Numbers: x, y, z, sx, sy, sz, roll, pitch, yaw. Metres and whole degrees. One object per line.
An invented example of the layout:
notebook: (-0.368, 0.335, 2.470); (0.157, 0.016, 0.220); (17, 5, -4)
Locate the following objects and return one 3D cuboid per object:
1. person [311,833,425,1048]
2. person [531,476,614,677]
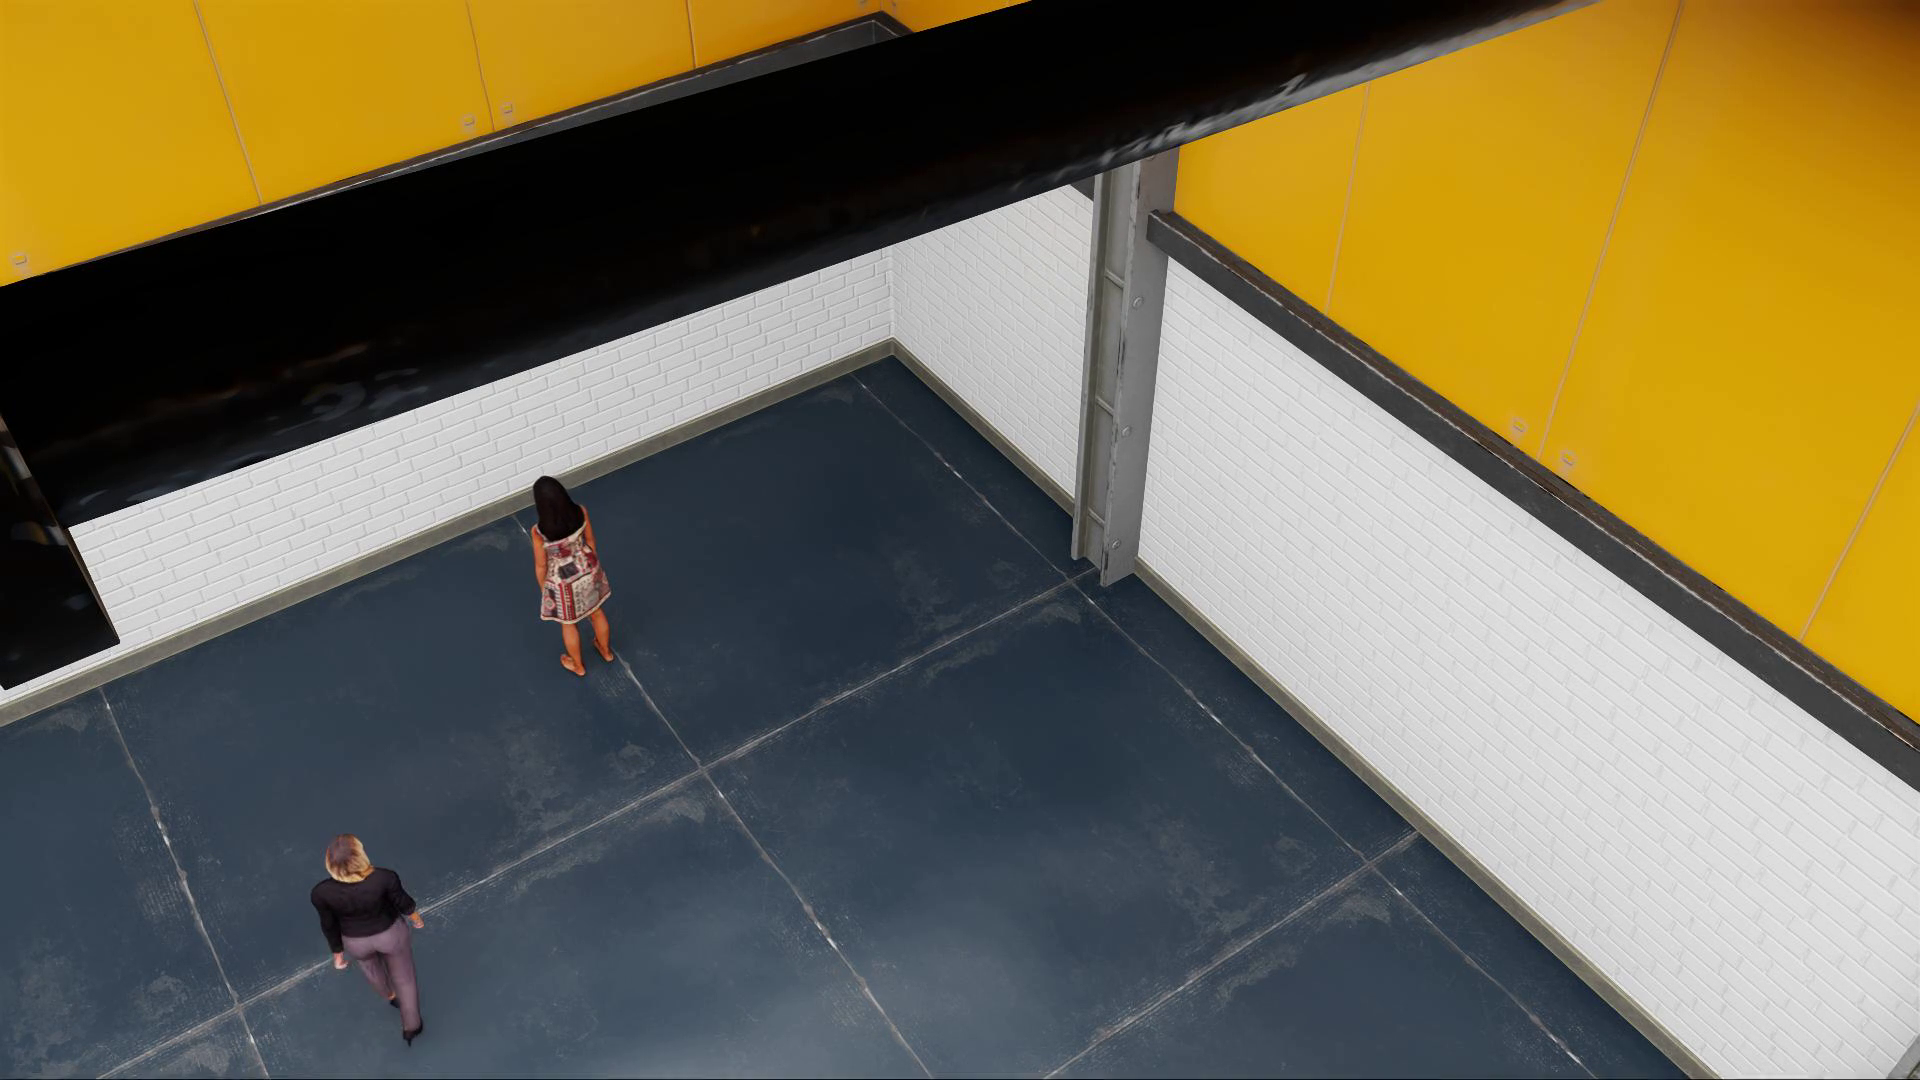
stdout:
person: (-3.085, 2.192, 8.792); (0.717, 1.658, 0.738); (-11, 45, -11)
person: (-2.535, 0.230, 10.861); (0.665, 1.645, 0.540); (-29, 51, -27)
